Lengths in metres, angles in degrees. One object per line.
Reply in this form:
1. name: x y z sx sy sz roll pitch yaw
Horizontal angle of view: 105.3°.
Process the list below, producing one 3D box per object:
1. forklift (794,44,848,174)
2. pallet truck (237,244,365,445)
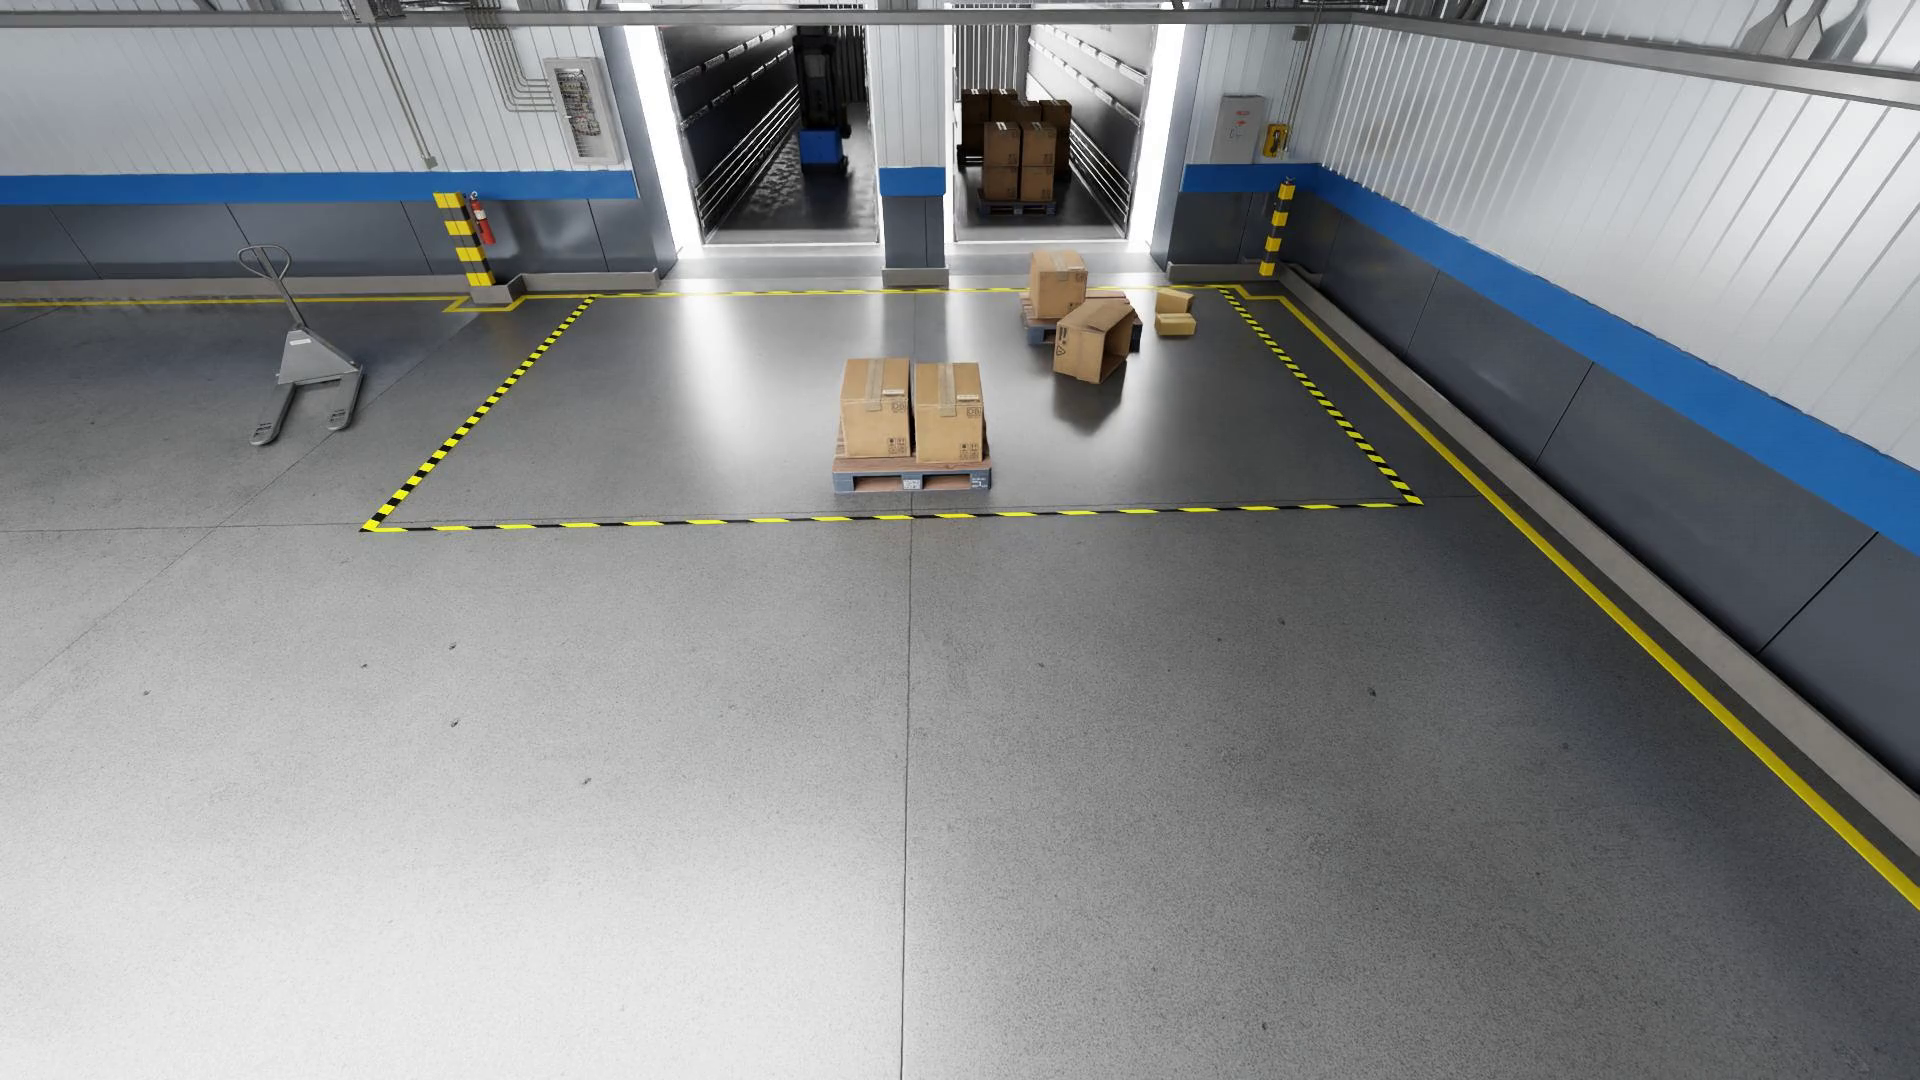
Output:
1. forklift: -2.613 -7.877 13.464 0.716 2.013 0.776 -1 38 -1
2. pallet truck: -5.915 -1.733 6.366 0.680 1.201 1.601 -18 42 -21
